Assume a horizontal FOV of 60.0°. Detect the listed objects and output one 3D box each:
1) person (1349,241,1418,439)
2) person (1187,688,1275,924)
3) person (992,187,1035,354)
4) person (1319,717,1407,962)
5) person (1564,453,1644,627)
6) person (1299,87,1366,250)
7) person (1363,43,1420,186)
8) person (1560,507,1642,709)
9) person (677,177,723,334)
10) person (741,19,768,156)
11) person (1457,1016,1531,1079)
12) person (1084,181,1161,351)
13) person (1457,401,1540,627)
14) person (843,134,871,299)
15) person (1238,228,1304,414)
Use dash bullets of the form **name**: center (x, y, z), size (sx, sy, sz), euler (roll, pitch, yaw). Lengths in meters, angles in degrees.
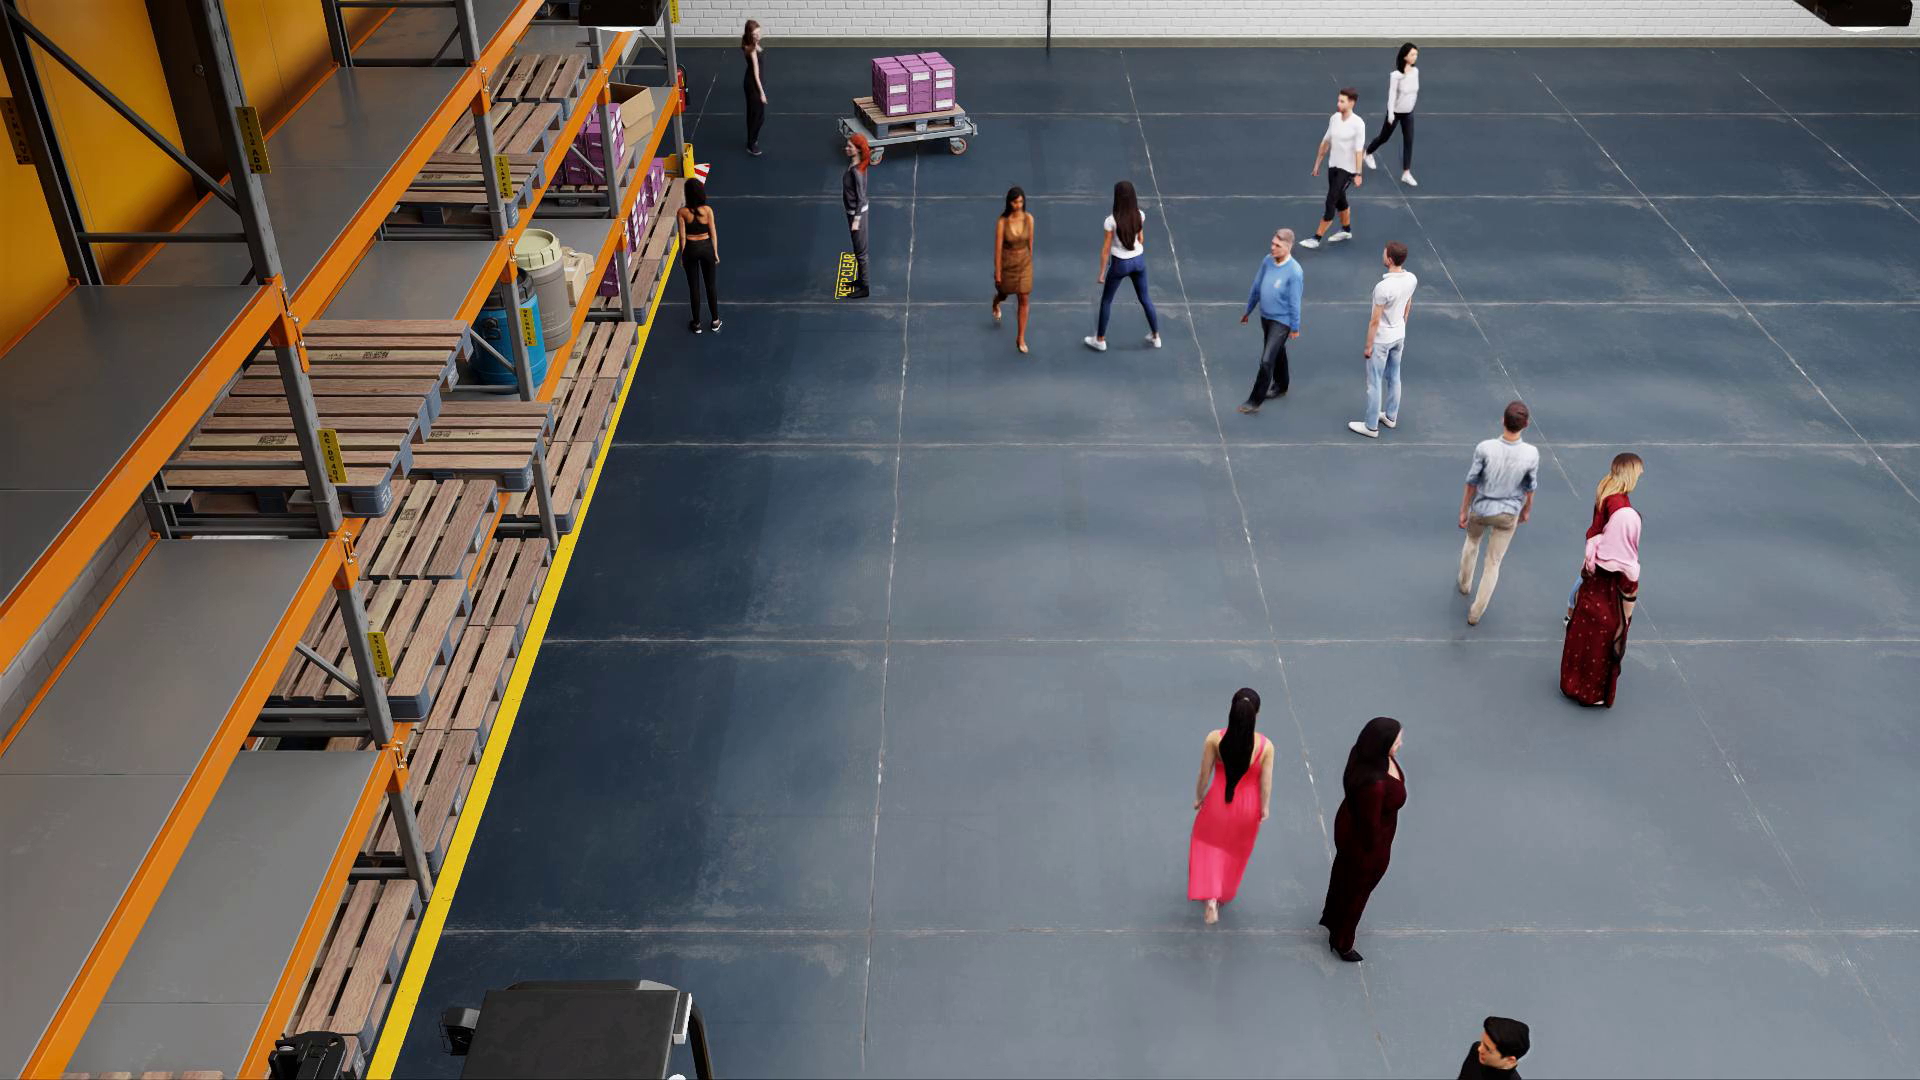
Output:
- **person**: center (3.892, -1.828, 15.124), size (0.721, 1.849, 0.758), euler (-24, 41, -32)
- **person**: center (1.634, 1.666, 9.996), size (0.722, 1.706, 0.894), euler (7, 34, 10)
- **person**: center (0.511, -2.747, 16.672), size (0.801, 1.664, 1.112), euler (-11, 35, -16)
- **person**: center (2.371, 1.742, 9.839), size (0.742, 1.754, 0.567), euler (4, 34, 6)
- **person**: center (4.827, 0.054, 12.487), size (0.658, 1.632, 0.450), euler (2, 34, 2)
- **person**: center (4.358, -4.183, 18.691), size (1.084, 1.821, 1.149), euler (-17, 37, -24)
- **person**: center (5.337, -5.272, 20.473), size (1.002, 1.662, 1.215), euler (-18, 38, -25)
- **person**: center (4.583, 0.478, 11.850), size (0.814, 1.631, 0.694), euler (-15, 36, -21)
- **person**: center (-2.658, -2.900, 16.922), size (0.593, 1.643, 0.553), euler (-7, 34, -11)
- **person**: center (-2.673, -5.830, 21.258), size (0.826, 1.723, 0.523), euler (-13, 36, -18)
- **person**: center (2.511, 2.933, 8.074), size (0.751, 1.723, 0.540), euler (-6, 34, -9)
- **person**: center (1.614, -2.687, 16.513), size (0.948, 1.742, 0.898), euler (-13, 36, -19)
- **person**: center (4.047, -0.156, 12.628), size (0.847, 1.827, 0.992), euler (11, 35, 16)
- **person**: center (-1.088, -3.439, 17.613), size (0.662, 1.776, 0.494), euler (-4, 34, -6)
- **person**: center (3.040, -2.105, 15.599), size (0.995, 1.783, 1.016), euler (-15, 36, -21)
